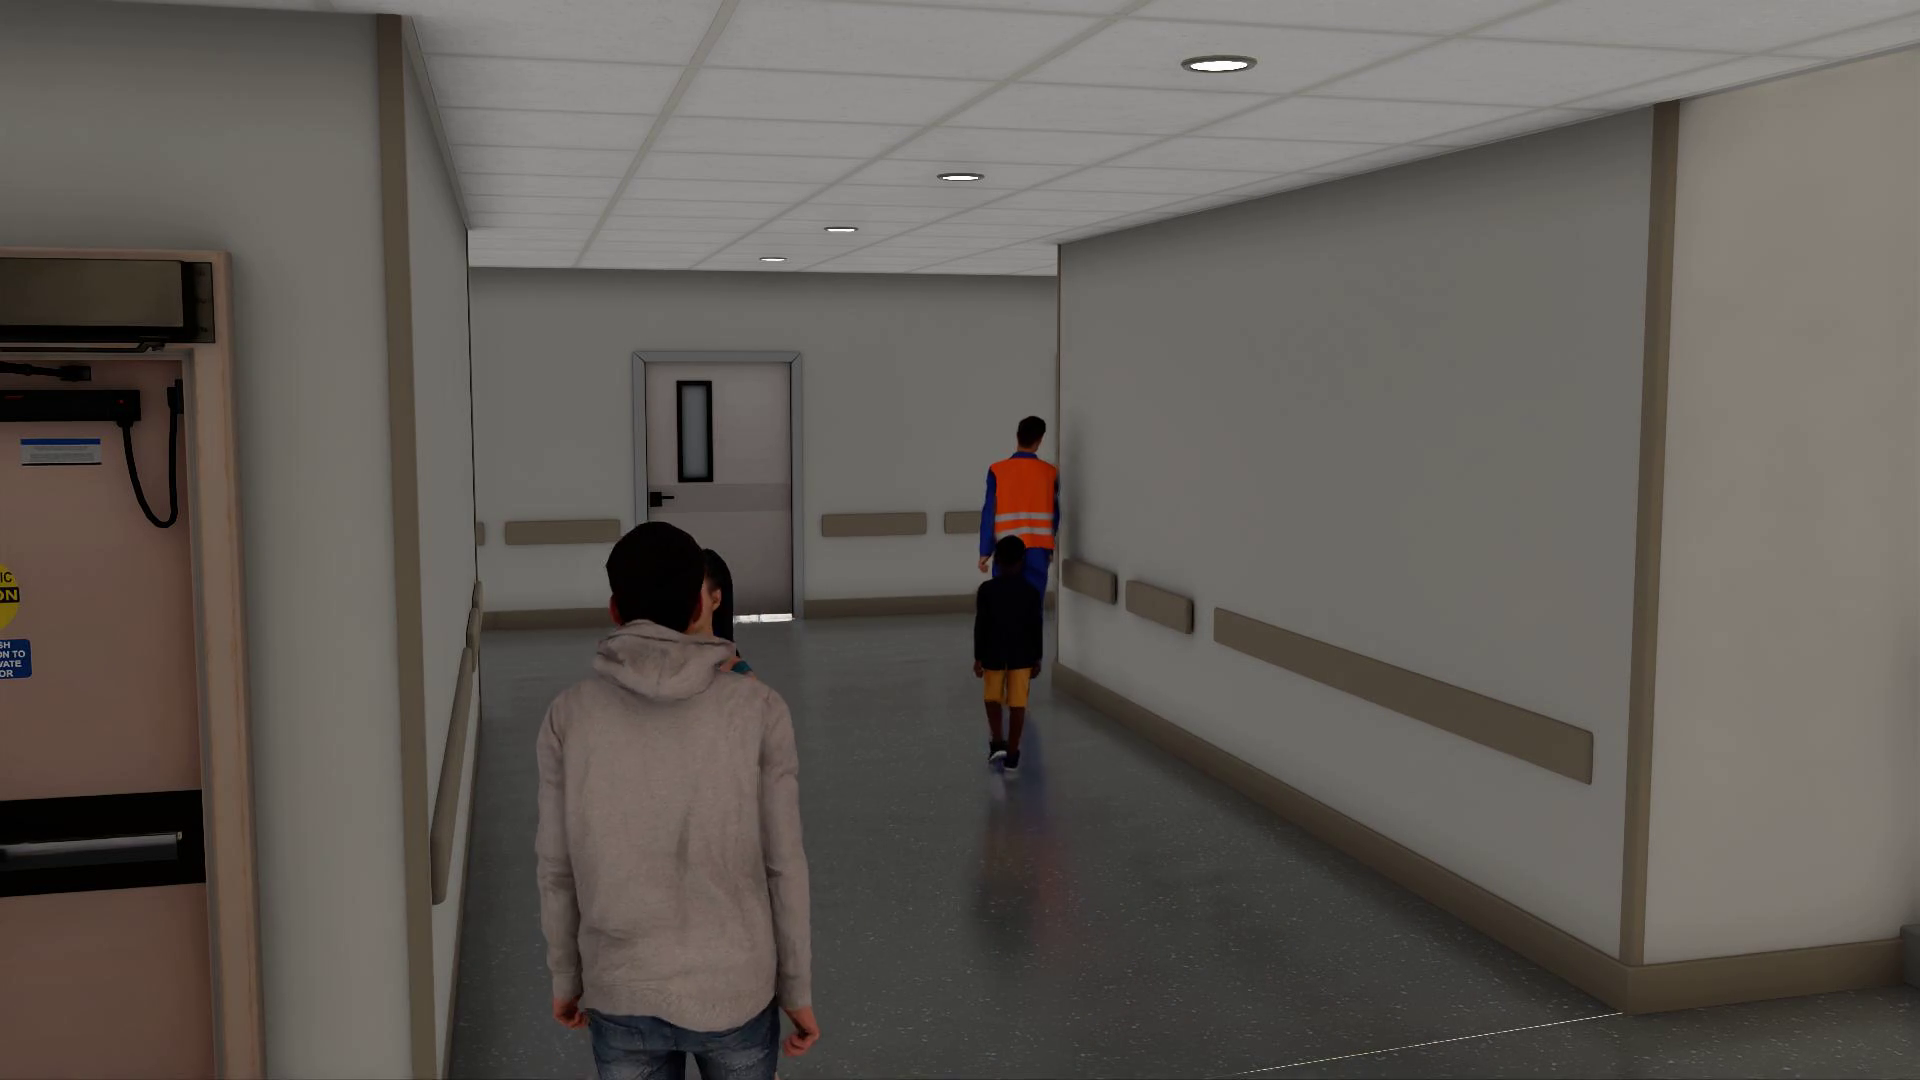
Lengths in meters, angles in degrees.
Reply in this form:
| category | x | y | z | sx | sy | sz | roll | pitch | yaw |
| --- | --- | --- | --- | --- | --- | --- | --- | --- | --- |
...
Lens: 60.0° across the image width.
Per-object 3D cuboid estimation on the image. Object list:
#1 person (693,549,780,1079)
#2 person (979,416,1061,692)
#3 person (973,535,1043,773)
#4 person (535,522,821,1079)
| category | x | y | z | sx | sy | sz | roll | pitch | yaw |
| --- | --- | --- | --- | --- | --- | --- | --- | --- | --- |
| person | -0.662 | 0.862 | 4.456 | 0.892 | 1.649 | 0.859 | 1 | 6 | 11 |
| person | 0.423 | 0.137 | 10.860 | 1.167 | 1.809 | 0.909 | -1 | 6 | -8 |
| person | 0.252 | 0.613 | 8.856 | 0.542 | 1.262 | 0.642 | 0 | 6 | -1 |
| person | -0.536 | 0.901 | 3.164 | 0.625 | 1.830 | 0.780 | -1 | 6 | -13 |
